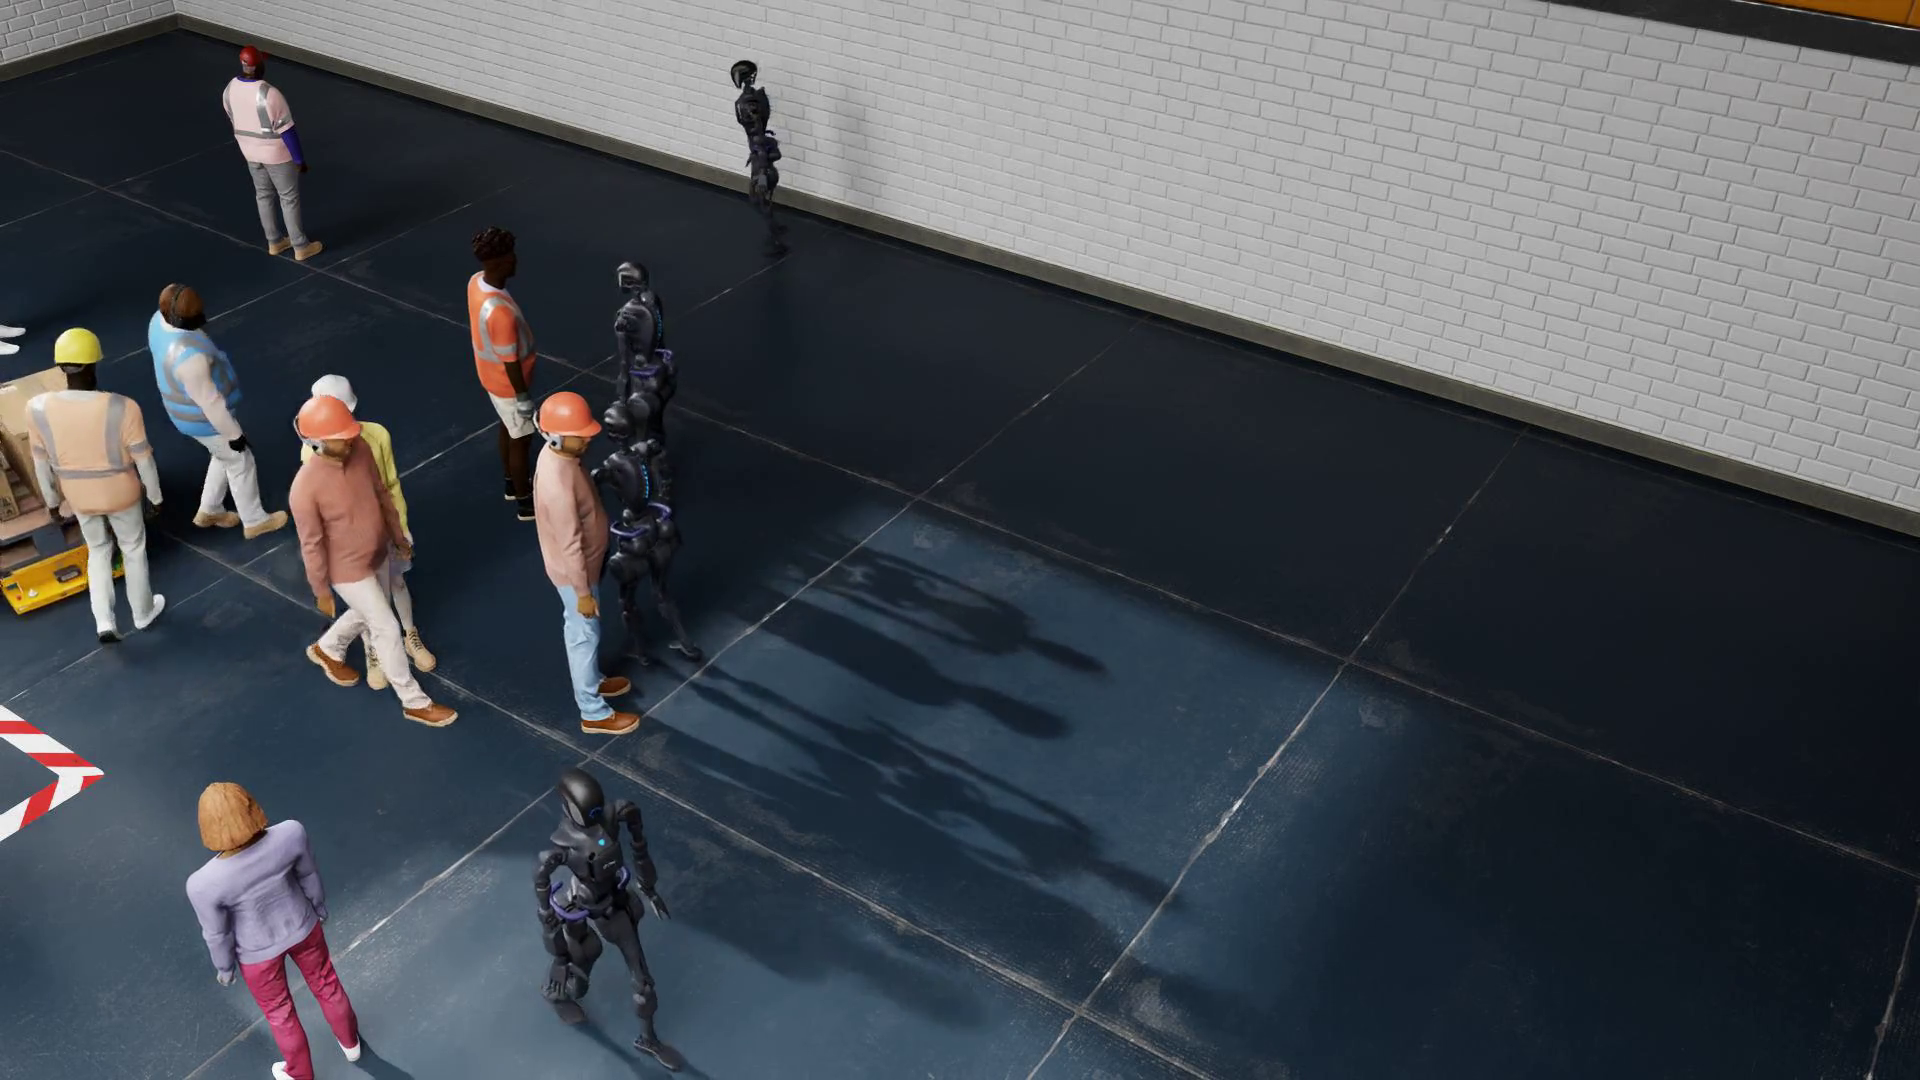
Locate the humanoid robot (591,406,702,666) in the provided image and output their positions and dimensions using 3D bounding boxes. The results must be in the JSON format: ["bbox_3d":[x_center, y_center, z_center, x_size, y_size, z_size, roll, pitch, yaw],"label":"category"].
[{"bbox_3d":[-1.731,0.011,9.018,0.469,1.639,0.609,24,41,30],"label":"humanoid robot"}]

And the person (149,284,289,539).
[{"bbox_3d":[-4.490,-0.753,9.999,0.483,1.803,0.660,-24,42,-30],"label":"person"}]

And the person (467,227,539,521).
[{"bbox_3d":[-2.769,-1.008,10.237,0.369,1.960,0.605,-16,38,-22],"label":"person"}]

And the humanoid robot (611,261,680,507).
[{"bbox_3d":[-1.965,-0.988,10.468,0.455,1.639,0.588,10,36,14],"label":"humanoid robot"}]

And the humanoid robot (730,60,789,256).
[{"bbox_3d":[-1.603,-3.077,13.442,0.391,1.643,0.616,-9,36,-12],"label":"humanoid robot"}]

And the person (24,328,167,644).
[{"bbox_3d":[-4.735,-0.248,9.199,0.614,1.896,0.568,-5,35,-6],"label":"person"}]

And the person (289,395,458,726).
[{"bbox_3d":[-3.191,0.085,8.674,0.888,1.963,0.628,7,36,10],"label":"person"}]

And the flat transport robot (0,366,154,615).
[{"bbox_3d":[-5.749,-0.043,10.325,0.659,0.231,1.431,-27,43,-33],"label":"flat transport robot"}]

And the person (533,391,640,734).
[{"bbox_3d":[-1.954,0.115,8.599,0.389,1.991,0.610,-8,36,-11],"label":"person"}]

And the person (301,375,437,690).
[{"bbox_3d":[-3.196,-0.061,8.939,0.473,1.891,0.385,-21,40,-27],"label":"person"}]

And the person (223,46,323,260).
[{"bbox_3d":[-5.556,-3.122,13.442,0.595,1.747,0.418,11,37,16],"label":"person"}]

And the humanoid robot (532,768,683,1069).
[{"bbox_3d":[-1.535,1.522,6.896,0.729,1.635,0.589,25,42,31],"label":"humanoid robot"}]

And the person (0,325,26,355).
[{"bbox_3d":[-7.258,-2.248,12.085,0.309,1.864,0.530,-9,36,-13],"label":"person"}]

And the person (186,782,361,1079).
[{"bbox_3d":[-2.789,1.618,6.758,0.283,1.632,0.498,28,44,34],"label":"person"}]
